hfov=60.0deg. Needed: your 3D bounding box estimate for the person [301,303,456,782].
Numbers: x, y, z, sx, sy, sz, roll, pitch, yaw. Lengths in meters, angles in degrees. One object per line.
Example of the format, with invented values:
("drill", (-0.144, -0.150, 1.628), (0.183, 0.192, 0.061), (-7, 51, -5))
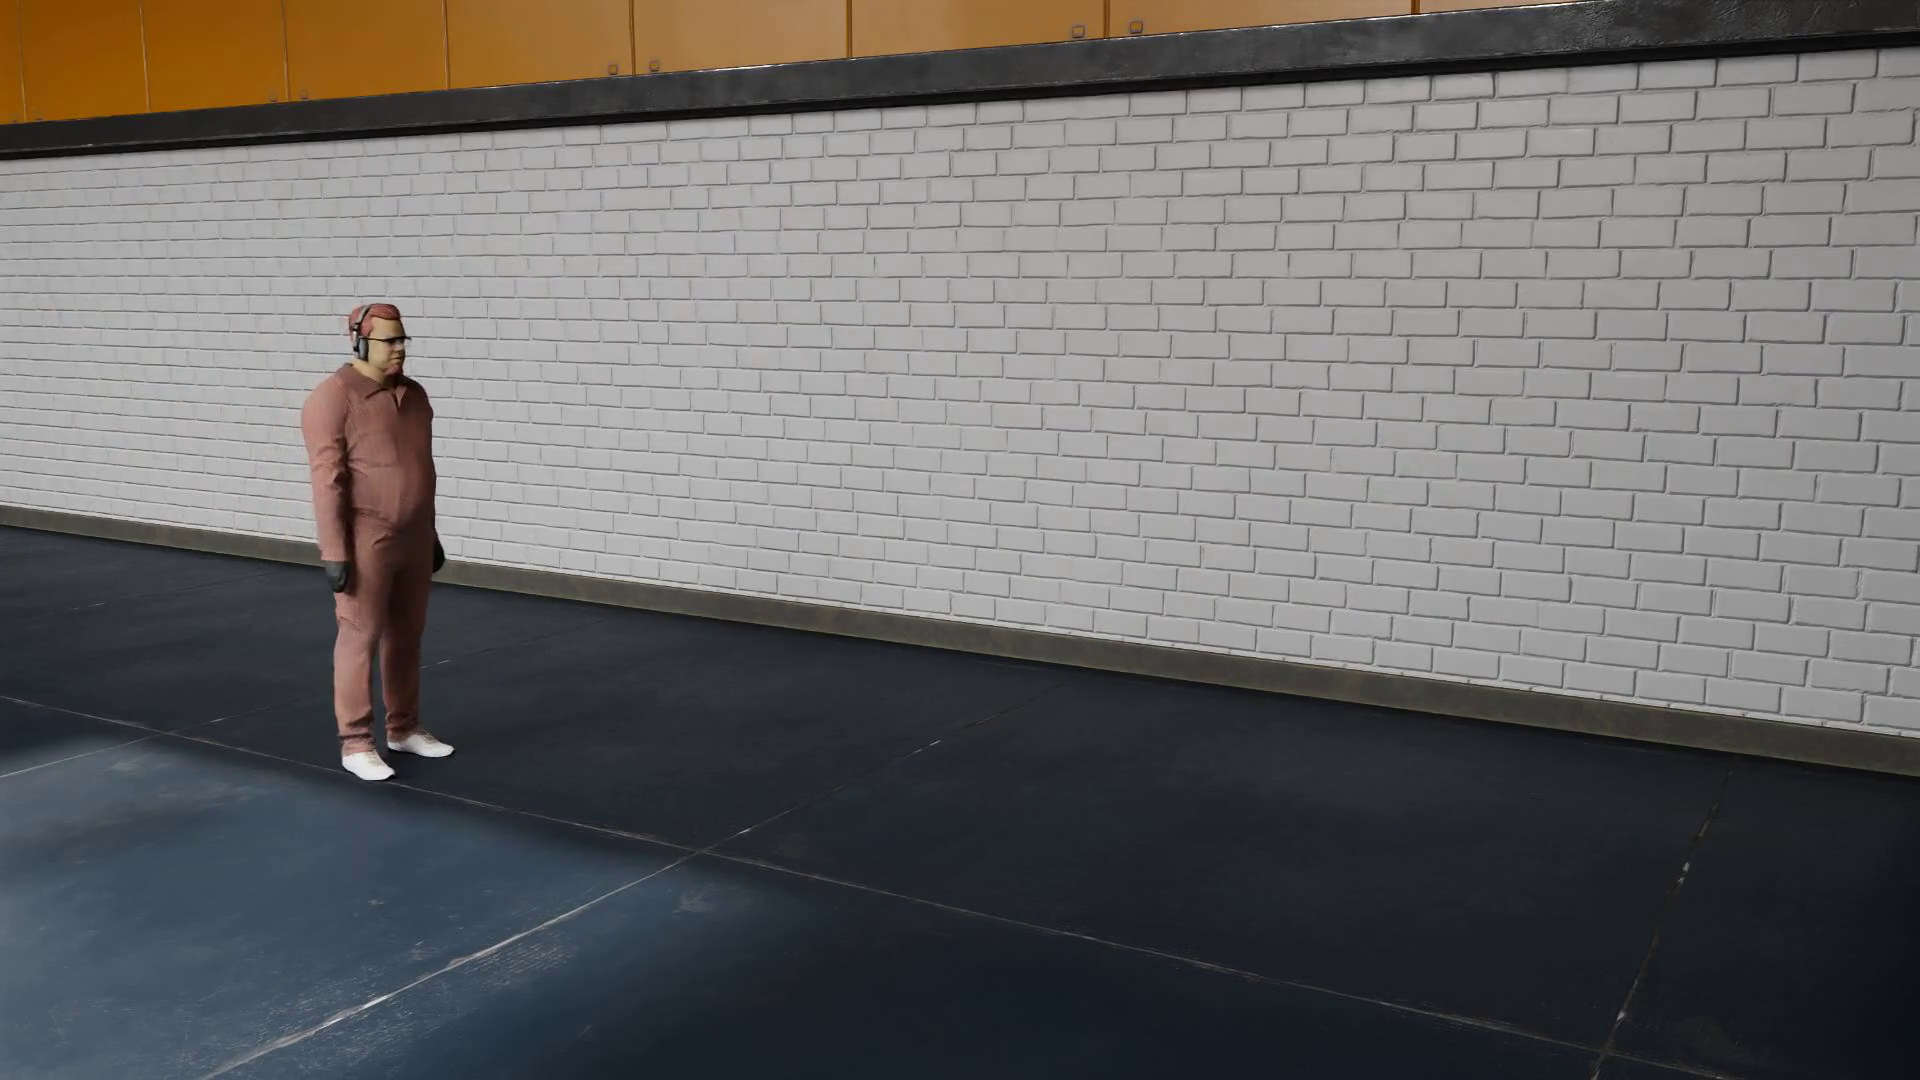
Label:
("person", (-2.321, 0.001, 6.740), (0.403, 1.904, 0.651), (4, 10, 22))
